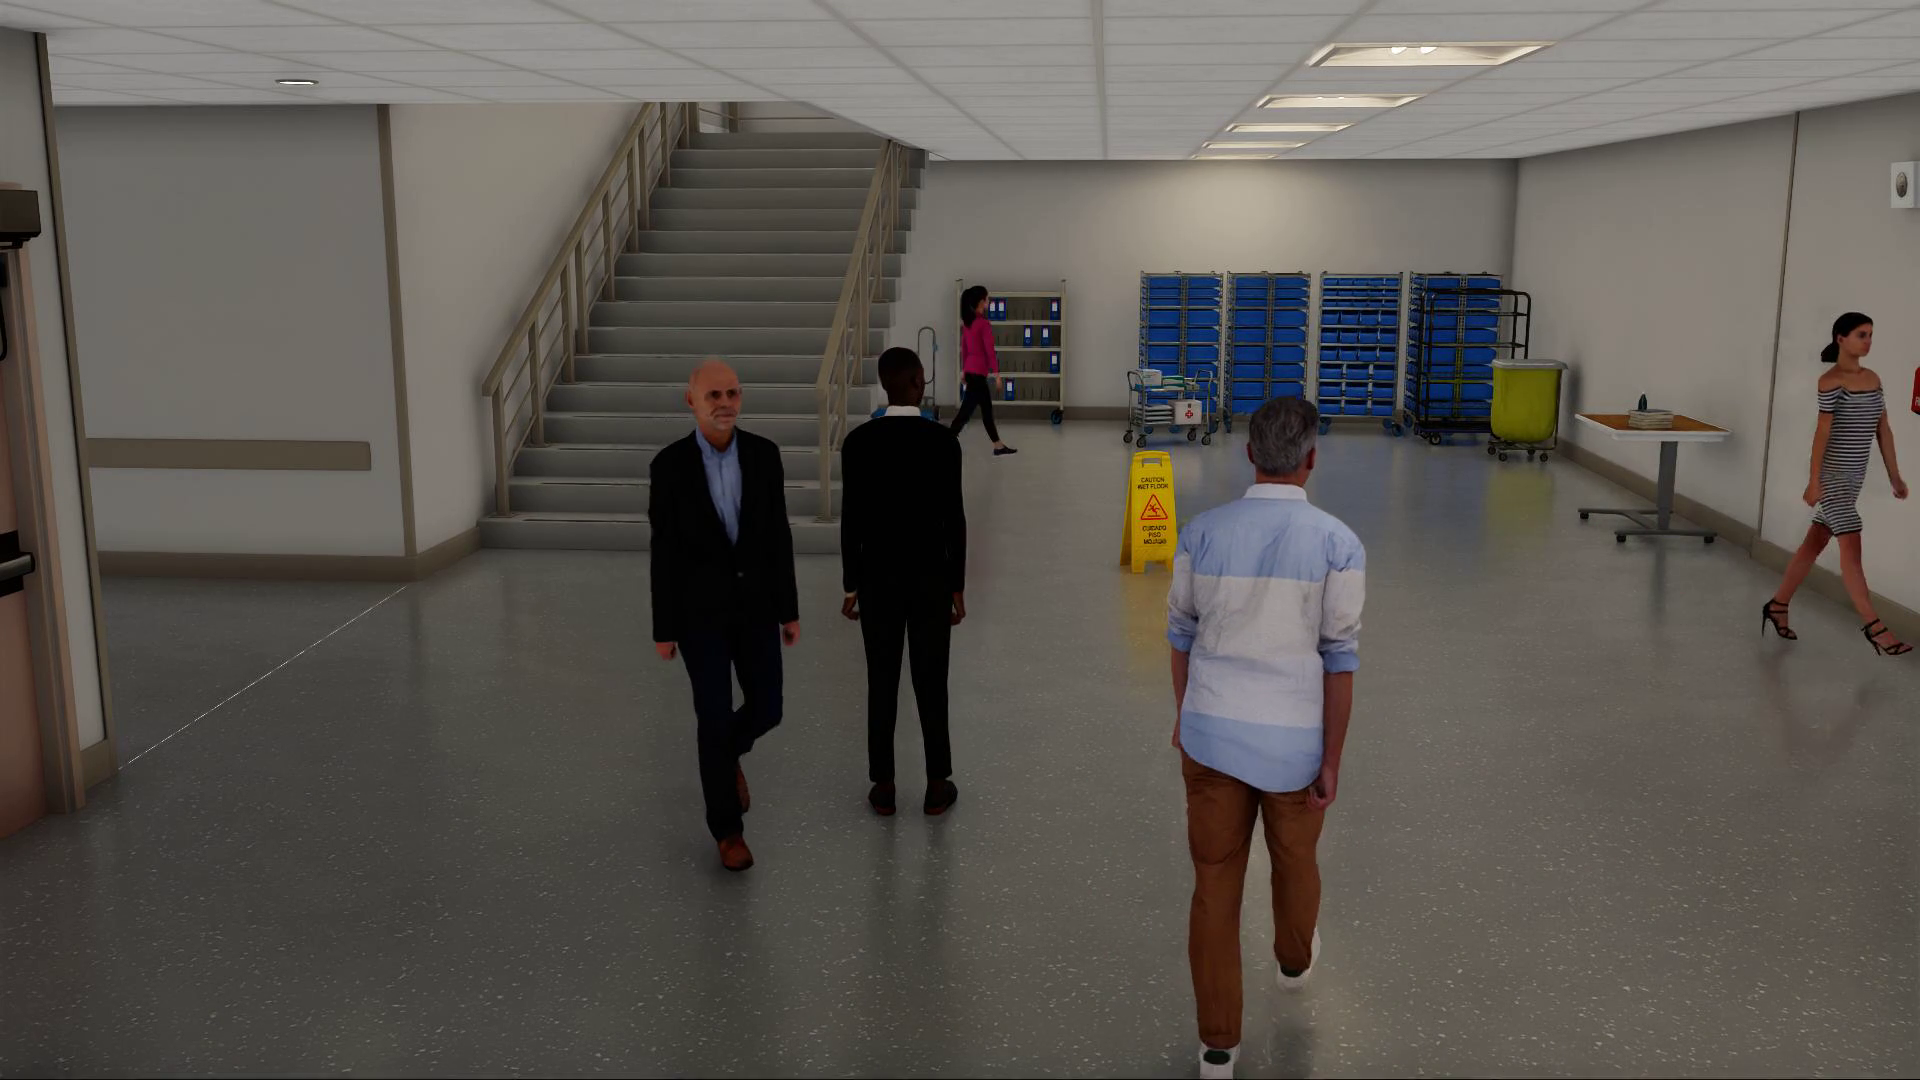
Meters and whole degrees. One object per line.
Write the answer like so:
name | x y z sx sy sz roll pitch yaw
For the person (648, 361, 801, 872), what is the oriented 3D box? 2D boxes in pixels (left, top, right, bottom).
person | -0.861 0.244 6.017 0.934 1.792 1.053 -5 12 -23

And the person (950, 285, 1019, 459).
person | 0.075 -1.524 15.706 1.043 1.654 1.139 -5 12 -26

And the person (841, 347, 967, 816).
person | -0.214 0.160 6.417 0.641 1.807 0.540 0 11 1

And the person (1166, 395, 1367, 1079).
person | 0.768 0.559 4.397 0.868 1.778 1.201 3 11 18

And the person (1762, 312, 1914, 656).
person | 4.584 -0.285 8.836 1.006 1.780 1.145 -7 13 -32
